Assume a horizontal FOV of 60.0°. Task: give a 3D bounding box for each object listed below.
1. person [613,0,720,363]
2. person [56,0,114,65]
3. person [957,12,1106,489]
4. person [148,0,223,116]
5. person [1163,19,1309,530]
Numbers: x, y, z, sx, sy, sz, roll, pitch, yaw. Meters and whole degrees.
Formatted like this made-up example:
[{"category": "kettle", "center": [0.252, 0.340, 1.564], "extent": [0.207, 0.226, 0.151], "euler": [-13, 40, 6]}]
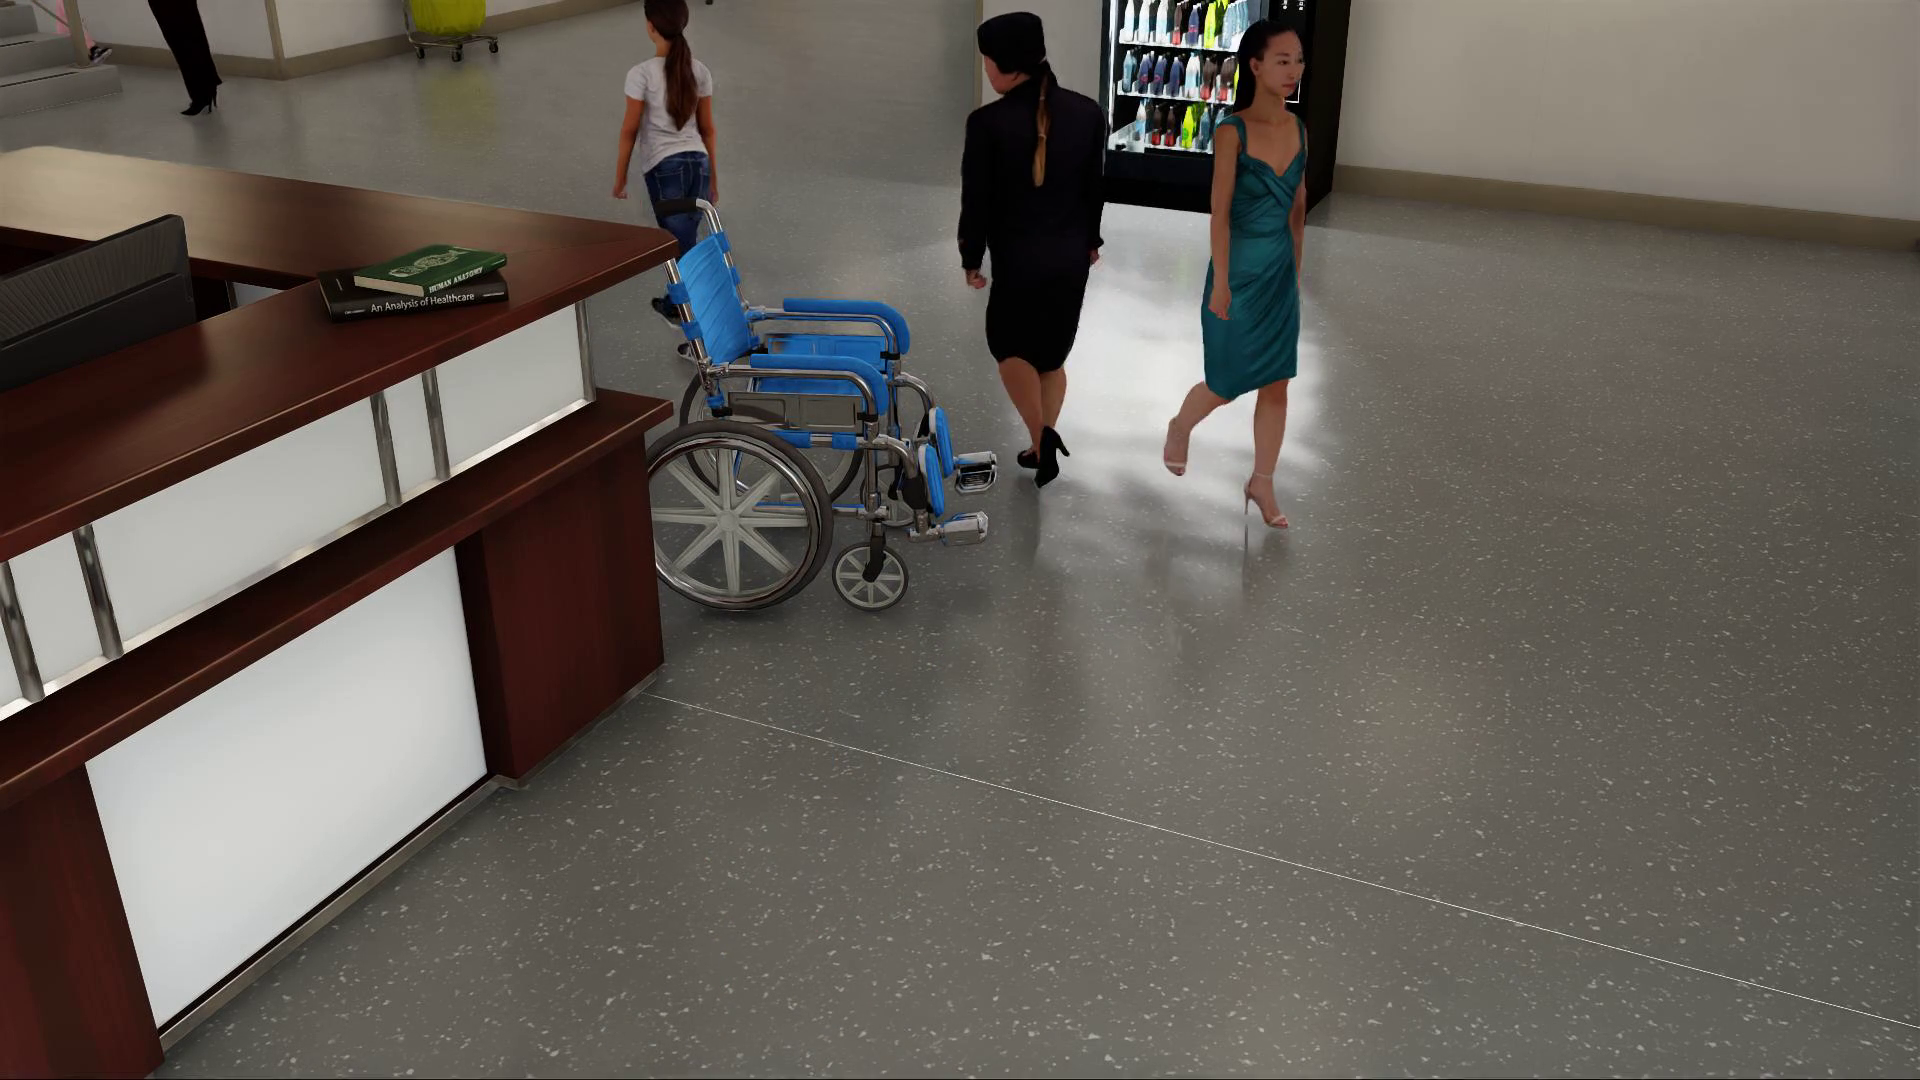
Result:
[{"category": "person", "center": [-1.162, -1.501, 7.033], "extent": [0.837, 1.530, 1.040], "euler": [-19, 32, -34]}, {"category": "person", "center": [-7.380, -4.632, 13.525], "extent": [0.965, 1.531, 0.541], "euler": [11, 28, 22]}, {"category": "person", "center": [0.276, -0.910, 5.665], "extent": [0.949, 1.653, 1.009], "euler": [-7, 27, -14]}, {"category": "person", "center": [-5.588, -3.946, 11.841], "extent": [0.817, 1.757, 0.777], "euler": [-6, 26, -12]}, {"category": "person", "center": [0.913, -0.850, 5.512], "extent": [0.795, 1.678, 0.881], "euler": [-16, 30, -30]}]
